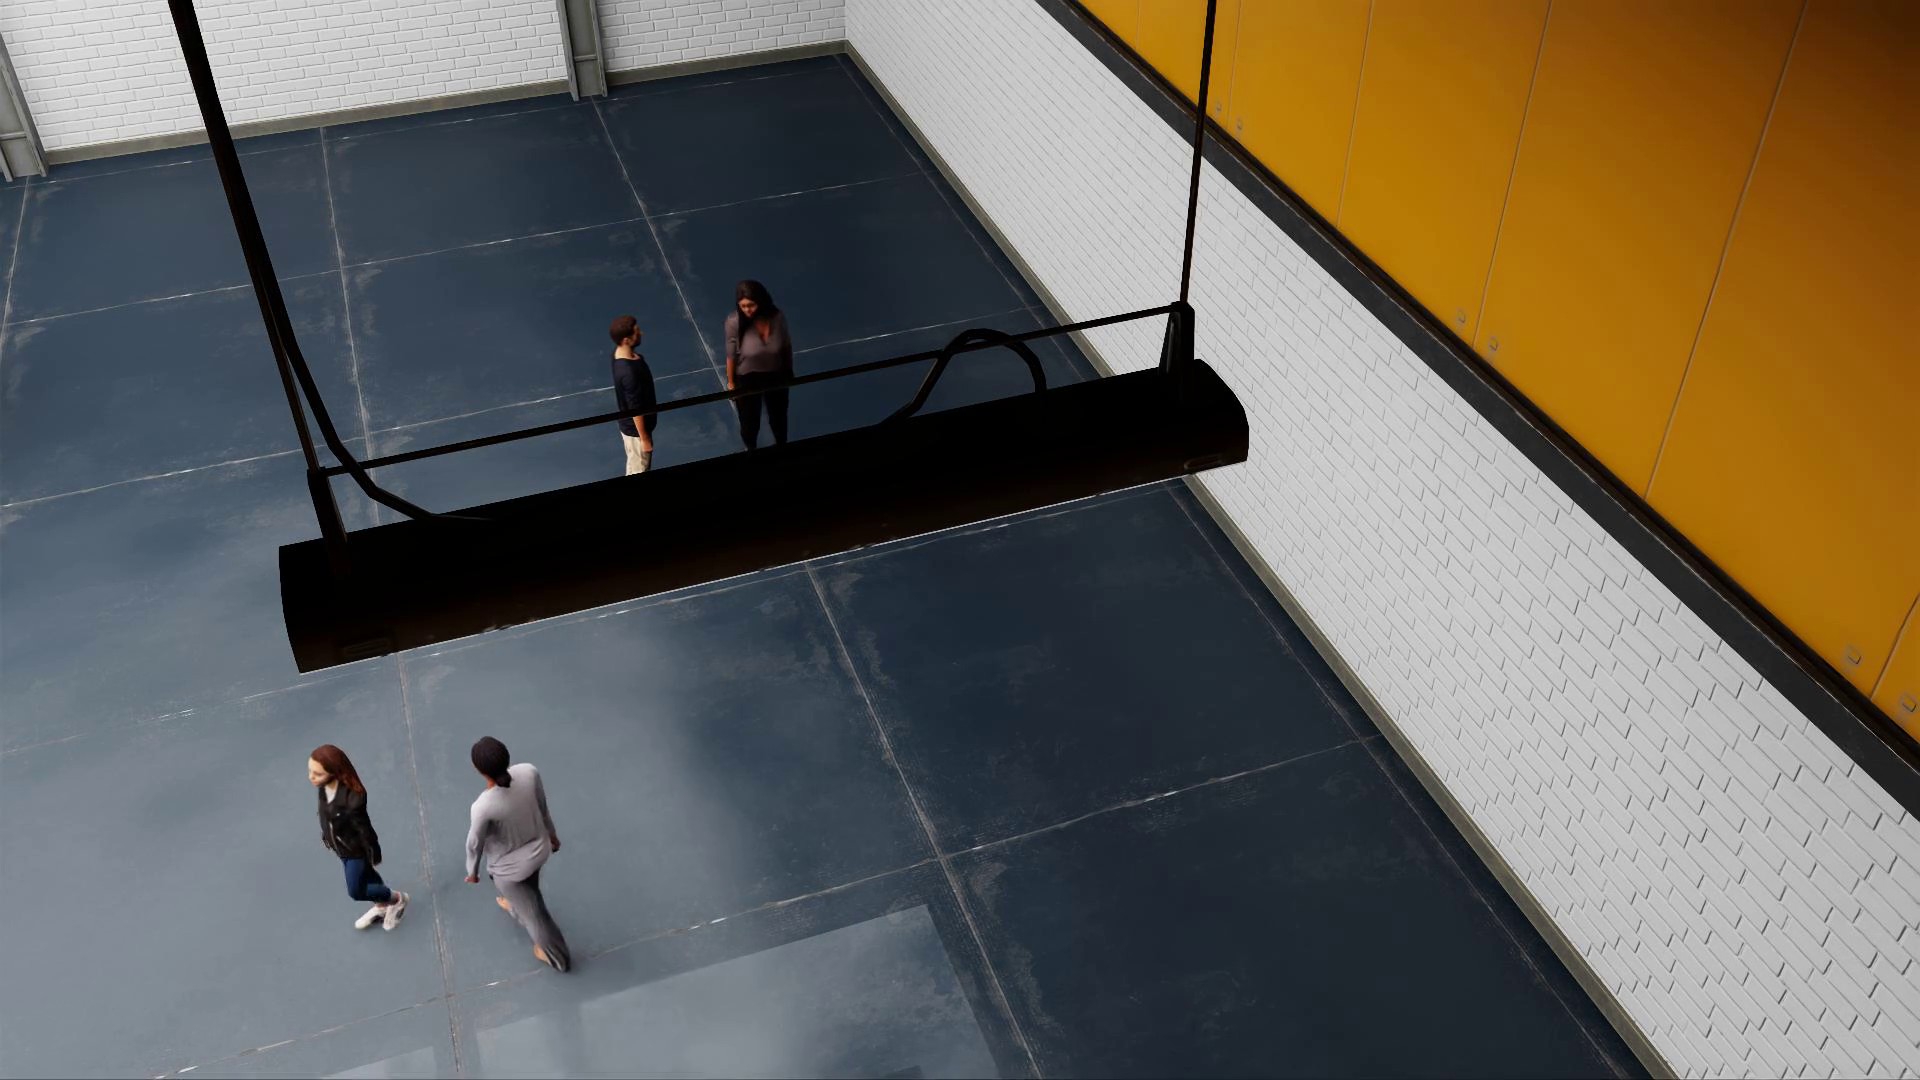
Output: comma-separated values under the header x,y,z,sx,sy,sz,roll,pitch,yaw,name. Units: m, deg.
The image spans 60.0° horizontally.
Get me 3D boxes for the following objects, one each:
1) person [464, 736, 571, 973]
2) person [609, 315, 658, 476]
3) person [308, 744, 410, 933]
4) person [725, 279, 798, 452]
x,y,z,sx,sy,sz,roll,pitch,yaw,name
-2.382,1.793,9.238,1.017,1.712,0.993,22,44,25,person
-2.428,-0.857,12.444,0.553,1.852,0.637,-11,40,-13,person
-3.435,1.685,9.565,0.653,1.473,0.681,30,47,32,person
-1.585,-1.254,12.963,0.617,1.825,0.836,-26,46,-29,person
